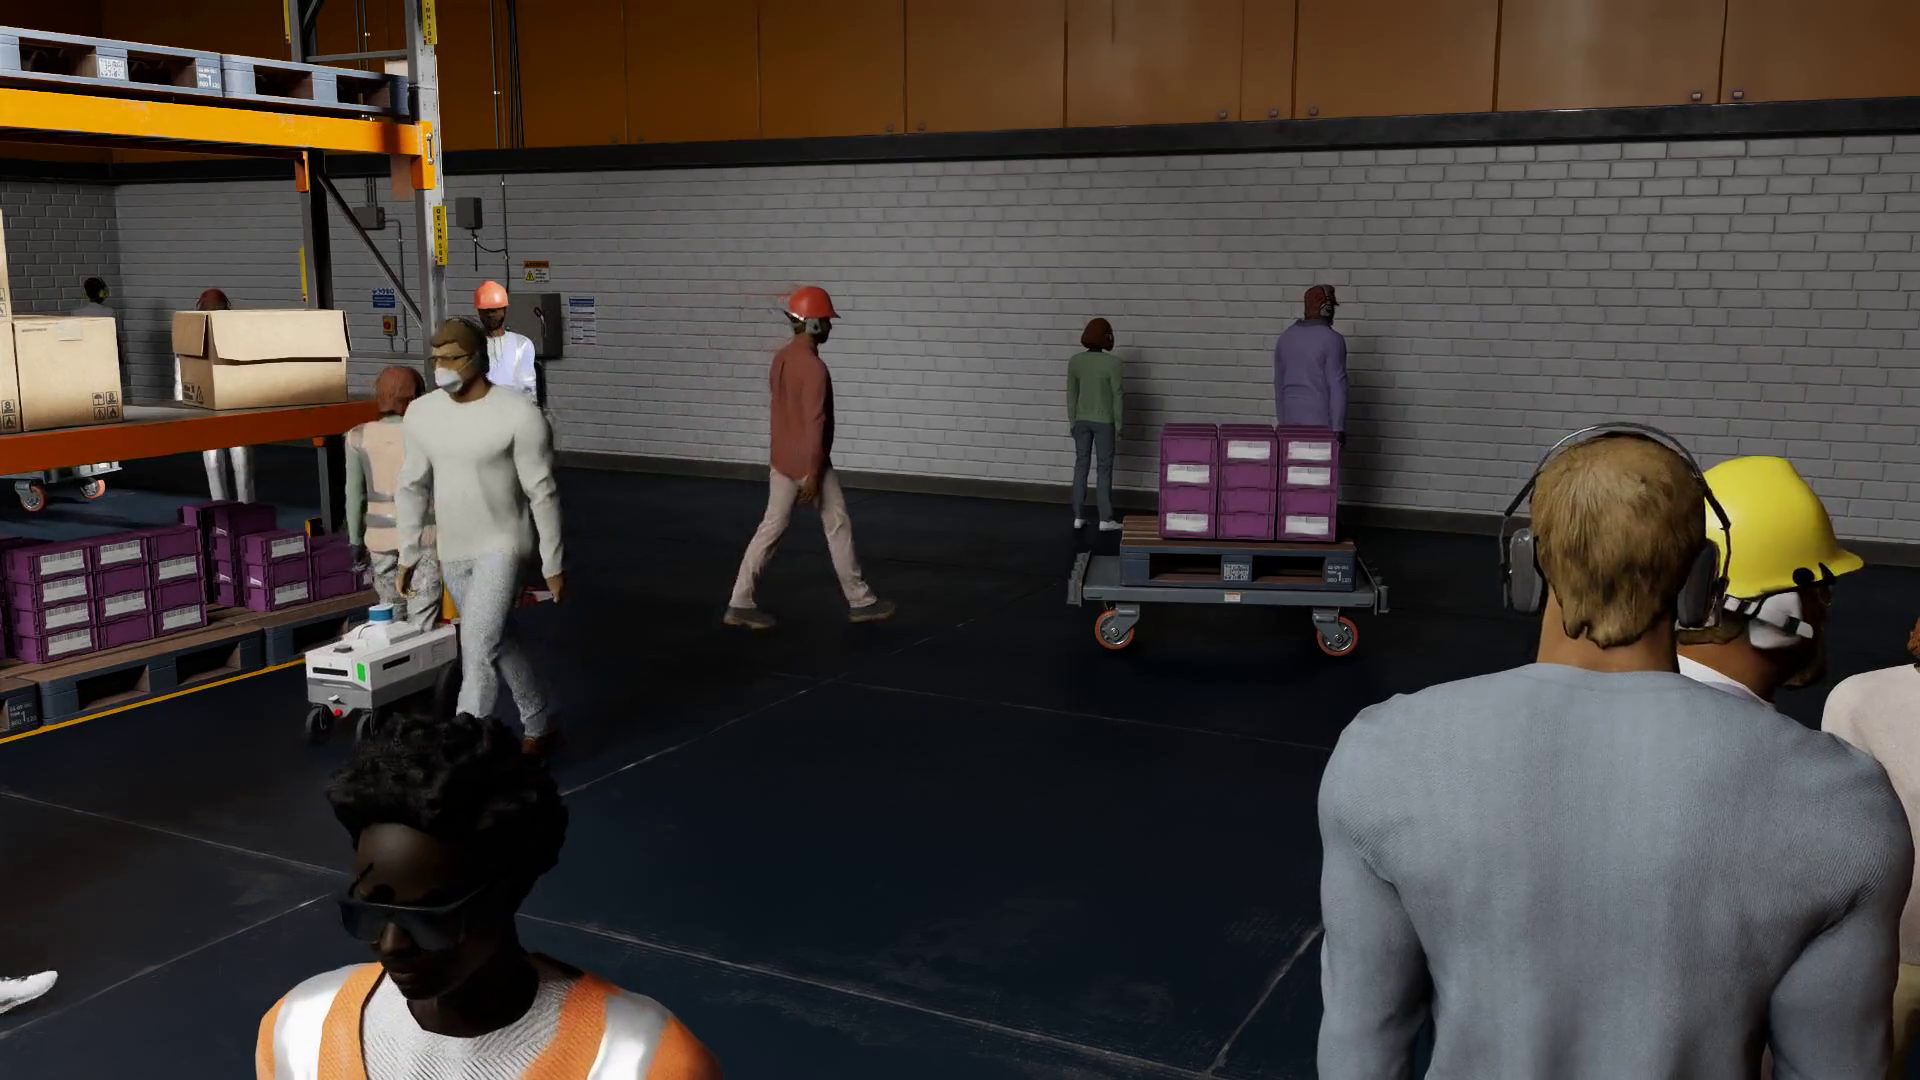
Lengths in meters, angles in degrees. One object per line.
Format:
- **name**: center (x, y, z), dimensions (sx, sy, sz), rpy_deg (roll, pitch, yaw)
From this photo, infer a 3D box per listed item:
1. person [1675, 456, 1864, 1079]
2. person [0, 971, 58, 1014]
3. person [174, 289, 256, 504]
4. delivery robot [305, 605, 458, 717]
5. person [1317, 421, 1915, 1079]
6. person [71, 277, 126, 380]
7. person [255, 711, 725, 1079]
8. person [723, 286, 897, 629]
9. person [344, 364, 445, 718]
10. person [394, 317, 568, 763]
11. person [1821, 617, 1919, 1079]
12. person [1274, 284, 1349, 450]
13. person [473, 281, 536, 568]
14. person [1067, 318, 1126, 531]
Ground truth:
- **person**: center (1.129, 0.789, 2.496), dimensions (0.404, 1.836, 0.599), rpy_deg (1, 10, 7)
- **person**: center (-2.964, 0.596, 4.350), dimensions (0.887, 1.578, 0.518), rpy_deg (-5, 11, -25)
- **person**: center (-5.417, -0.891, 12.169), dimensions (0.583, 1.857, 0.767), rpy_deg (-4, 10, -21)
- **delivery robot**: center (-2.570, 0.534, 7.411), dimensions (0.477, 0.478, 0.707), rpy_deg (3, 10, 19)
- **person**: center (0.734, 0.827, 1.986), dimensions (0.632, 1.940, 0.372), rpy_deg (4, 11, 22)
- **person**: center (-9.366, -1.923, 18.118), dimensions (0.532, 1.865, 0.309), rpy_deg (0, 10, -3)
- **person**: center (-0.487, 0.990, 1.769), dimensions (0.533, 1.688, 0.320), rpy_deg (3, 10, 14)
- **person**: center (-0.890, -0.458, 9.418), dimensions (1.025, 1.947, 0.613), rpy_deg (-6, 12, -33)
- **person**: center (-2.506, 0.016, 7.577), dimensions (0.526, 1.625, 0.378), rpy_deg (1, 10, 4)
- **person**: center (-1.899, 0.072, 6.532), dimensions (0.620, 1.874, 1.069), rpy_deg (4, 11, 24)
- **person**: center (1.837, 0.792, 3.094), dimensions (0.496, 1.629, 0.277), rpy_deg (4, 11, 22)
- **person**: center (2.492, -0.830, 11.669), dimensions (0.399, 1.907, 0.644), rpy_deg (-6, 11, -30)
- **person**: center (-3.105, -0.758, 11.156), dimensions (0.542, 1.939, 0.361), rpy_deg (-3, 10, -18)
- **person**: center (1.045, -0.883, 12.786), dimensions (0.515, 1.630, 0.269), rpy_deg (8, 13, 39)
